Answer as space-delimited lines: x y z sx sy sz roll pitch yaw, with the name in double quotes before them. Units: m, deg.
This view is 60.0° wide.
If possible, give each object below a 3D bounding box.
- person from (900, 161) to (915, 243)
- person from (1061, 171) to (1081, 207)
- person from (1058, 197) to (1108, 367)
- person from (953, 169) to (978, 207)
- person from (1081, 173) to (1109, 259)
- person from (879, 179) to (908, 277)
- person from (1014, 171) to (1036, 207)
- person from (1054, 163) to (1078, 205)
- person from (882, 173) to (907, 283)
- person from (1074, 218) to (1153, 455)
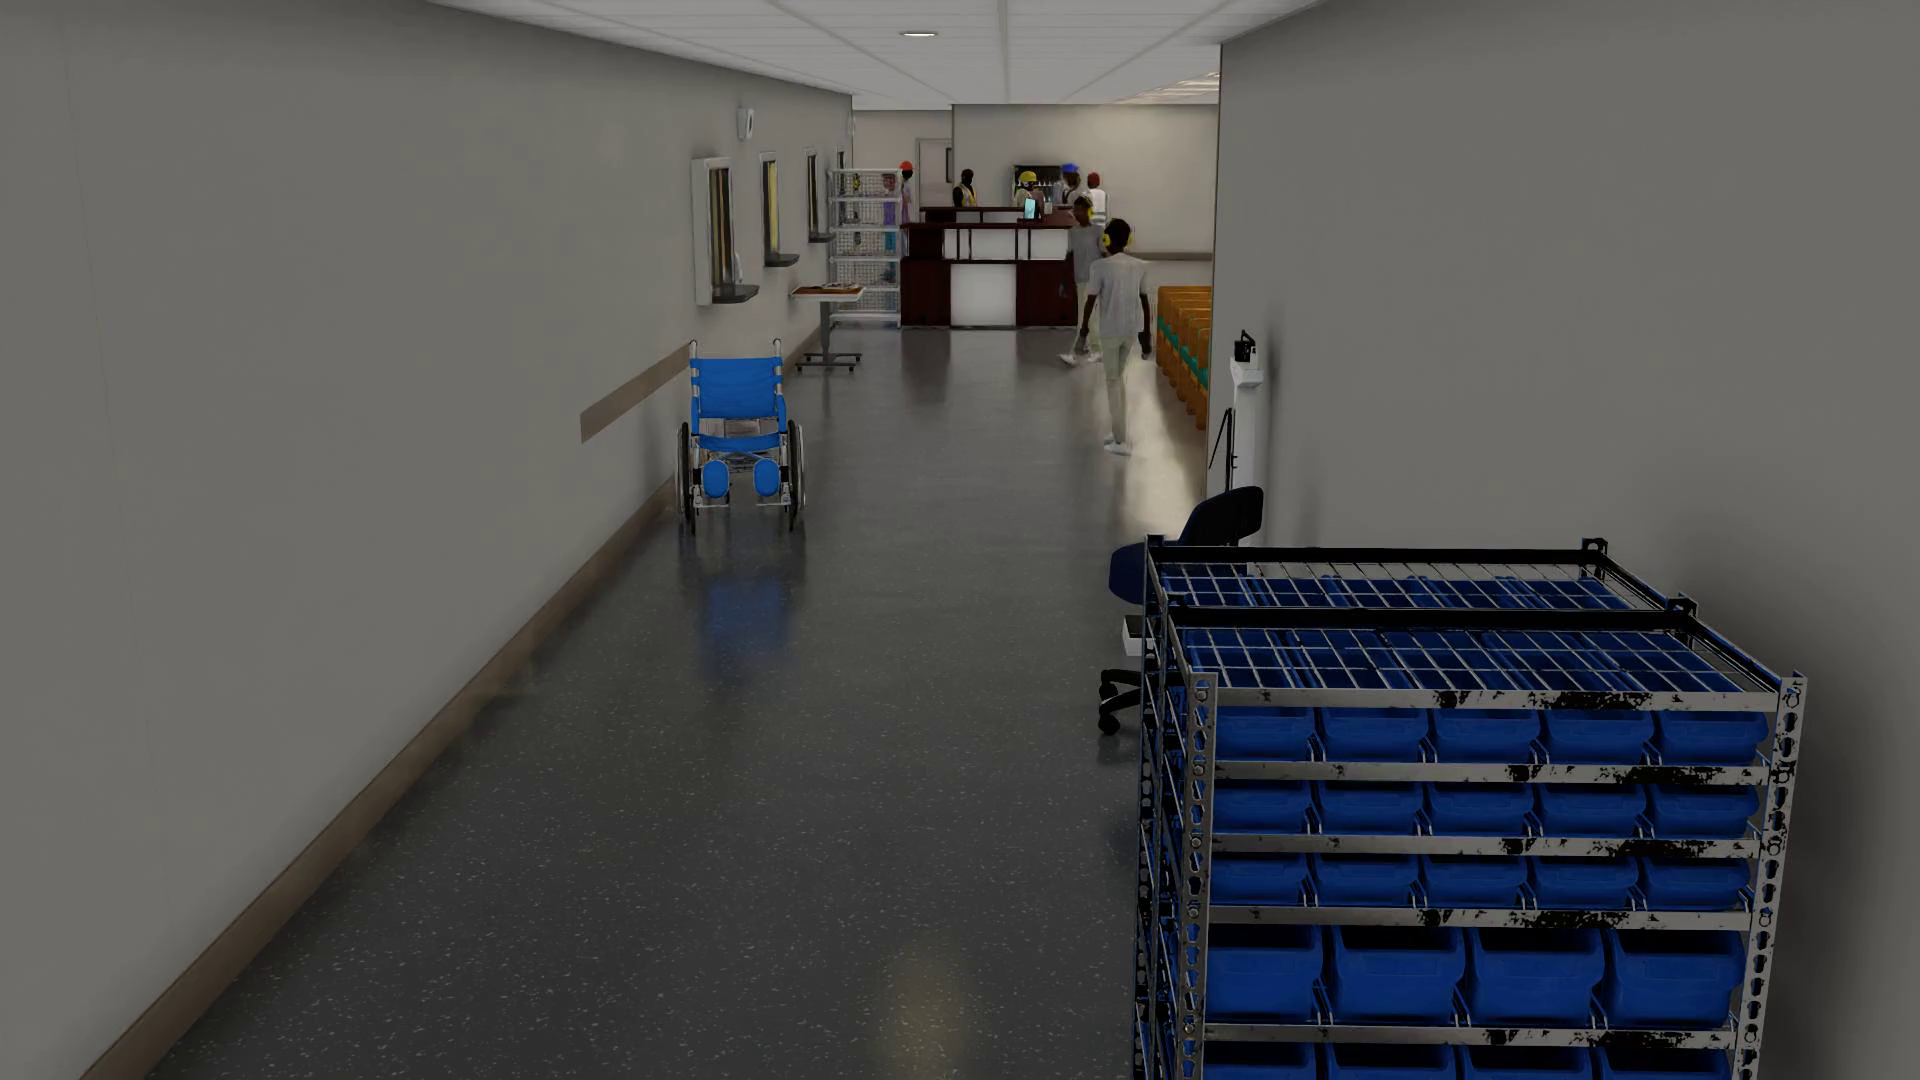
"person" -1.023 -6.298 31.999 0.366 1.937 0.550 0 14 1
"person" 1.888 -5.252 27.943 0.345 1.846 0.508 -8 16 -30
"person" 1.320 -2.777 17.964 0.542 1.813 1.003 12 18 40
"person" 0.118 -5.789 30.142 0.430 1.839 0.626 8 16 29
"person" 2.249 -5.208 27.797 0.584 1.831 0.936 -8 16 -29
"person" -1.176 -5.435 28.906 0.735 1.741 0.537 -4 14 -16
"person" 1.128 -5.392 28.538 0.404 1.835 0.587 -2 14 -7
"person" 2.004 -5.903 30.392 0.524 1.933 0.644 11 18 39
"person" -1.101 -5.245 27.950 0.410 1.833 0.654 -4 14 -16
"person" 1.197 -1.615 13.202 0.531 1.842 0.677 -7 16 -28
